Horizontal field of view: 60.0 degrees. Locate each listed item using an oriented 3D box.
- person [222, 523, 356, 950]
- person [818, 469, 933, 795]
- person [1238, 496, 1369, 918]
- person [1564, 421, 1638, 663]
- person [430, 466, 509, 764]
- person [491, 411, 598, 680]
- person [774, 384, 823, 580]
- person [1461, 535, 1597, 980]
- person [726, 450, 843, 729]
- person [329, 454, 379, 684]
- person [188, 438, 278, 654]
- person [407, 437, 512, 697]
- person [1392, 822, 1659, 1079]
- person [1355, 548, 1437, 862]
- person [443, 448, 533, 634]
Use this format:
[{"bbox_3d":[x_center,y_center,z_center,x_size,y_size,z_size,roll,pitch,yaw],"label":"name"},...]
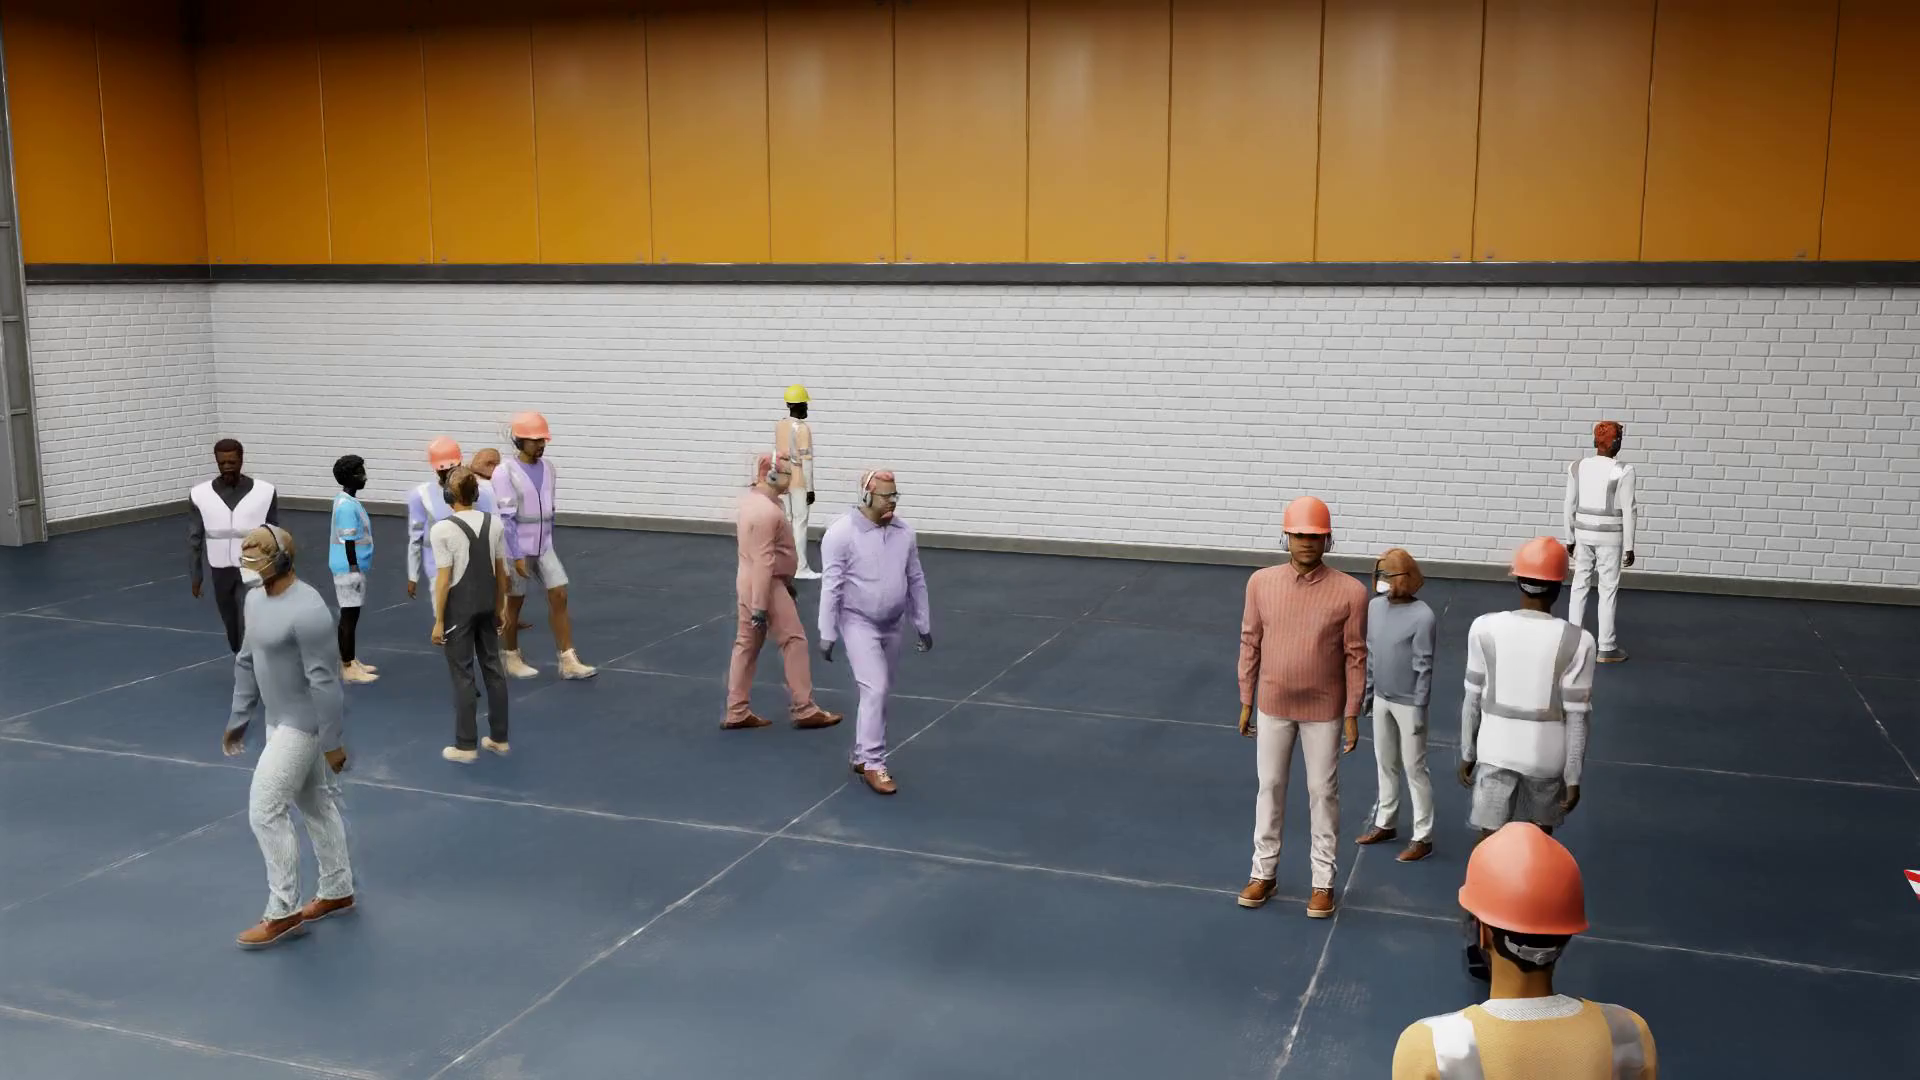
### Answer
[{"bbox_3d":[-3.117,0.876,7.551,0.761,1.910,0.640,-8,12,-39],"label":"person"},{"bbox_3d":[-0.430,0.529,9.755,0.687,1.880,0.719,-8,12,-42],"label":"person"},{"bbox_3d":[1.608,0.779,7.870,0.612,1.997,0.375,4,10,25],"label":"person"},{"bbox_3d":[4.999,0.010,12.992,0.337,1.882,0.584,-7,12,-38],"label":"person"},{"bbox_3d":[-3.040,0.461,10.316,0.326,1.843,0.515,7,12,38],"label":"person"},{"bbox_3d":[-3.077,0.071,12.207,0.914,2.006,0.617,7,11,35],"label":"person"},{"bbox_3d":[-1.611,-0.572,16.458,0.360,1.930,0.589,-7,11,-36],"label":"person"},{"bbox_3d":[2.422,0.936,7.183,0.554,1.908,0.896,5,10,27],"label":"person"},{"bbox_3d":[-1.168,0.339,11.018,0.873,1.869,0.641,-3,10,-19],"label":"person"},{"bbox_3d":[-4.506,0.210,12.328,0.319,1.696,0.539,-3,10,-19],"label":"person"},{"bbox_3d":[-5.206,0.183,11.978,0.596,1.882,0.960,-3,10,-16],"label":"person"},{"bbox_3d":[-3.485,0.224,11.609,0.673,1.893,0.779,-5,10,-27],"label":"person"},{"bbox_3d":[1.117,1.524,3.418,0.545,1.943,0.347,-2,9,-10],"label":"person"},{"bbox_3d":[2.268,0.844,8.636,0.298,1.623,0.501,-5,10,-27],"label":"person"},{"bbox_3d":[-3.972,0.029,13.771,0.847,1.594,0.514,-8,12,-40],"label":"person"}]
